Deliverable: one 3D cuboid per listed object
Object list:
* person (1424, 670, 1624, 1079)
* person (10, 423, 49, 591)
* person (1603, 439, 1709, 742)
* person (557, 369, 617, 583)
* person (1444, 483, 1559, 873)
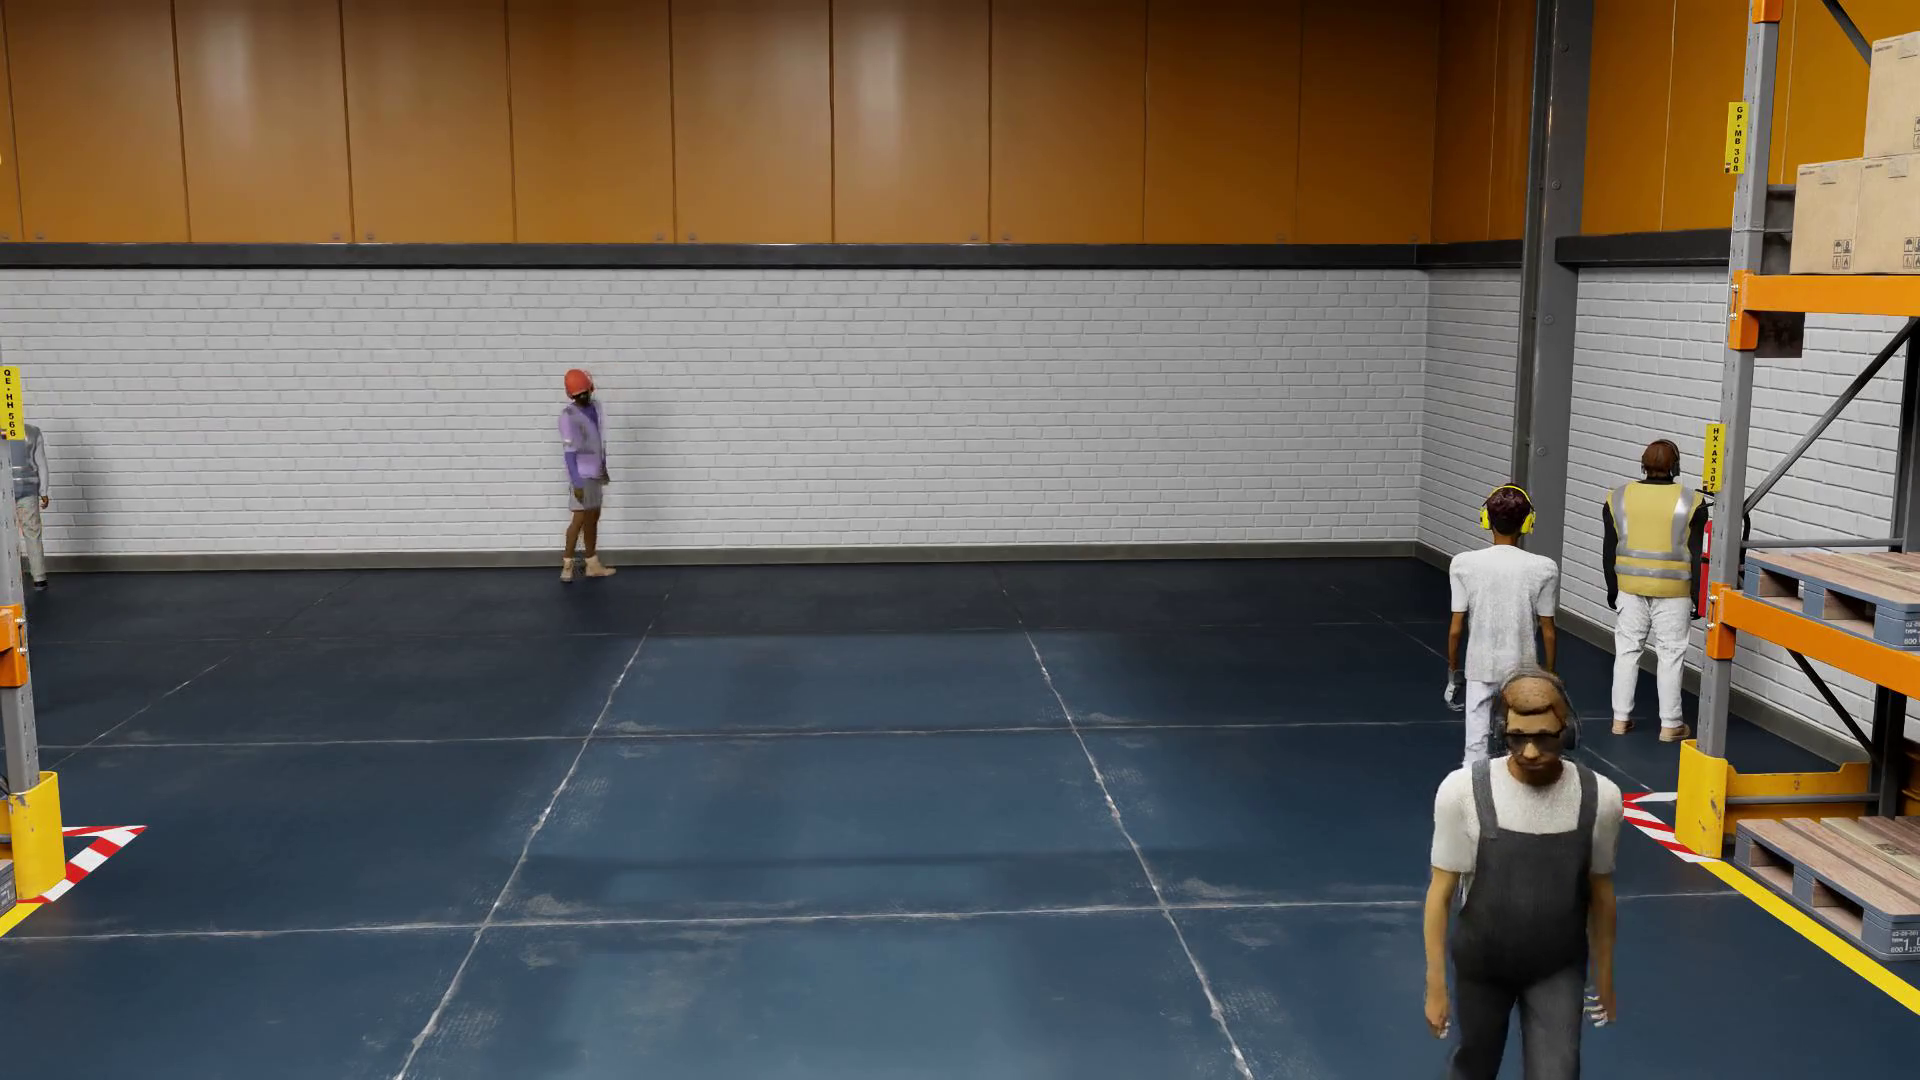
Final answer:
[{"bbox_3d":[1.582,1.207,4.693,0.562,1.792,0.988,2,9,9],"label":"person"},{"bbox_3d":[-8.456,-0.435,14.840,0.590,1.833,0.404,-6,11,-33],"label":"person"},{"bbox_3d":[4.249,0.304,10.164,0.627,1.847,0.429,7,11,38],"label":"person"},{"bbox_3d":[-3.462,-0.594,15.401,0.394,1.986,0.705,3,9,17],"label":"person"},{"bbox_3d":[2.547,0.663,7.831,0.512,1.872,0.328,3,10,20],"label":"person"}]
